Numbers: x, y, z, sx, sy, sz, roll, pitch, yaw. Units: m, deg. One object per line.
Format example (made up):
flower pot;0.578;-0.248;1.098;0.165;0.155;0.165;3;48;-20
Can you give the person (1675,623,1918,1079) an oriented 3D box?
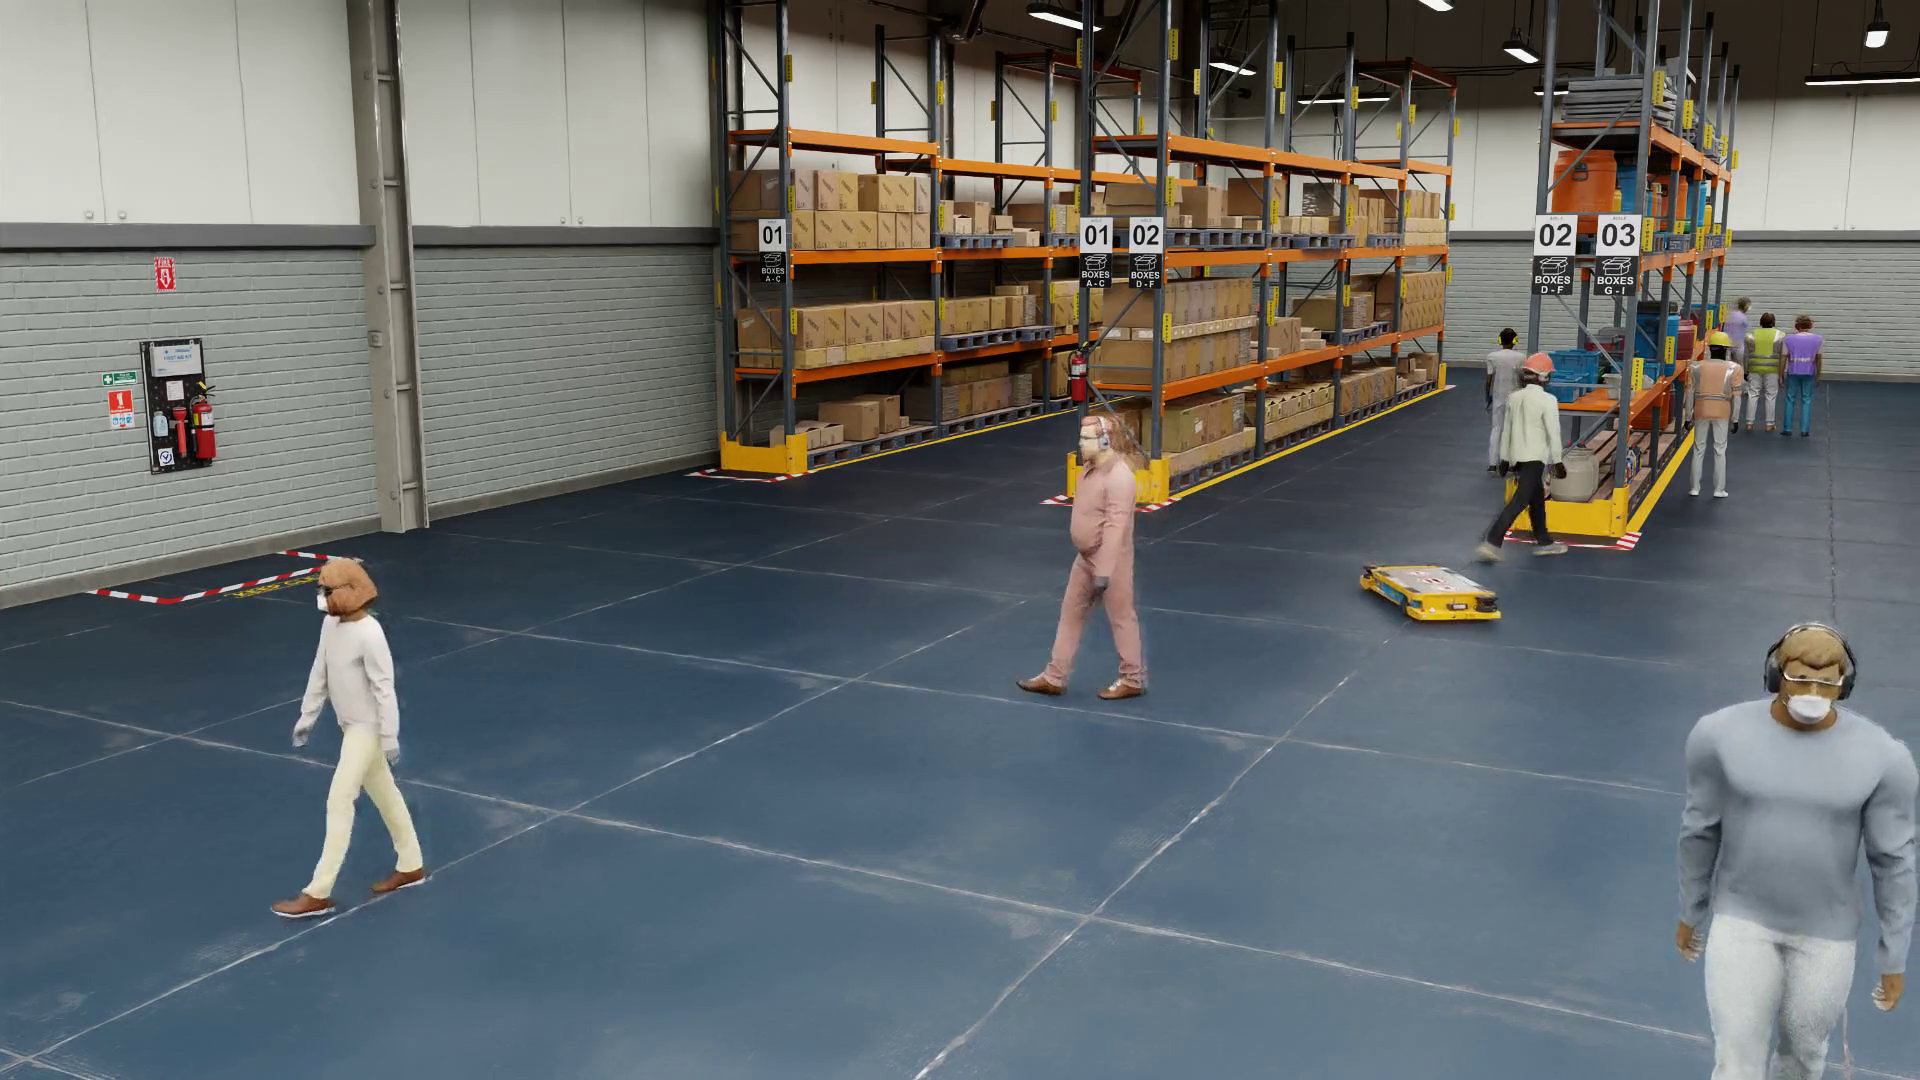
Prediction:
person;2.504;1.180;5.034;0.651;1.906;0.843;5;12;26

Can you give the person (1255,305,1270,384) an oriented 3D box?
person;5.184;-3.123;28.540;0.563;1.893;0.904;6;12;28

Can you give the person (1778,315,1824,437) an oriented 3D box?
person;12.719;-2.481;25.188;0.581;1.832;0.407;4;11;21

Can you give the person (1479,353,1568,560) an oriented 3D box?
person;5.315;-0.776;15.600;1.024;1.952;0.607;-3;11;-16

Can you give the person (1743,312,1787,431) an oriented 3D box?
person;12.543;-2.624;25.938;0.626;1.847;0.429;7;12;33

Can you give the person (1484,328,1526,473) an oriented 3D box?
person;6.982;-1.783;21.297;0.518;1.865;0.327;4;11;22

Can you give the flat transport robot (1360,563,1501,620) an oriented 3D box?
flat transport robot;3.841;0.412;13.668;0.652;0.197;1.431;-1;10;-6

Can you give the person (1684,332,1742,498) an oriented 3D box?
person;8.725;-1.447;19.295;0.593;1.922;0.376;6;12;30

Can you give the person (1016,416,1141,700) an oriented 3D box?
person;0.797;0.140;10.770;0.905;1.868;0.679;-4;11;-19

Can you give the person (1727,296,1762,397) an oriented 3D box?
person;14.593;-3.638;31.321;0.989;1.900;0.632;5;11;25

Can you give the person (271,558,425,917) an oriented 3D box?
person;-2.806;0.882;7.479;0.800;1.599;0.503;-8;13;-36
